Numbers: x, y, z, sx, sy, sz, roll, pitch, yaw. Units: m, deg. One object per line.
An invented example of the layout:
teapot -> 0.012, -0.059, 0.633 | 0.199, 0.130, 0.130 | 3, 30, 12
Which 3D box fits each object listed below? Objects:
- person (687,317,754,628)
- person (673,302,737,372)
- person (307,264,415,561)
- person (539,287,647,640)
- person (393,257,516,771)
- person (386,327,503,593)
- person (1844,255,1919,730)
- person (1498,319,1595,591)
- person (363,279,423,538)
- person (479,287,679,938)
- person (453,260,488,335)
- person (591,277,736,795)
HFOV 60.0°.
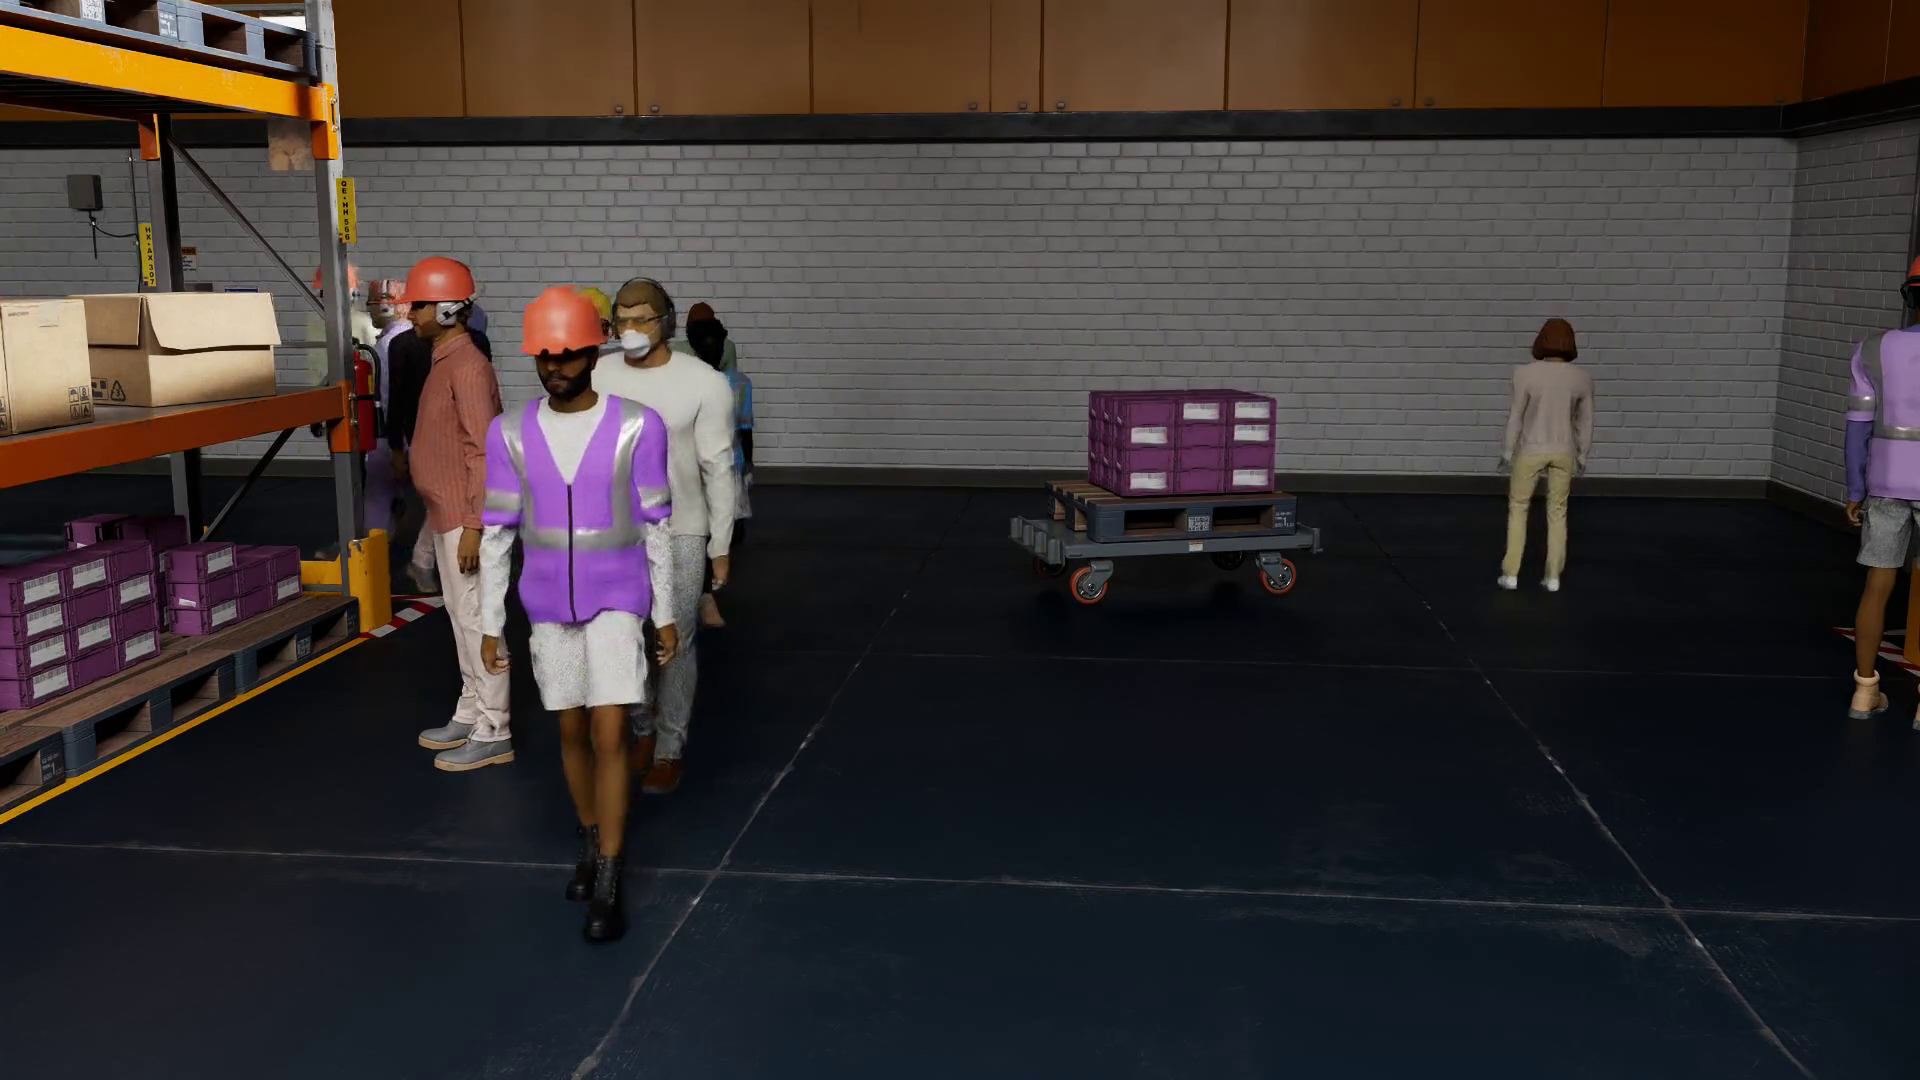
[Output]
person -> -1.381, -0.379, 9.053 | 0.537, 1.674, 0.528 | -5, 11, -29
person -> -1.911, -0.965, 12.498 | 0.498, 1.633, 0.278 | -4, 11, -24
person -> -3.985, -0.873, 11.019 | 0.642, 1.974, 0.823 | 5, 11, 28
person -> -1.847, -0.364, 8.491 | 0.591, 1.833, 0.404 | -5, 11, -26
person -> -1.973, -0.102, 6.523 | 0.387, 1.992, 0.626 | -5, 11, -26
person -> -2.970, -0.596, 9.525 | 1.055, 1.943, 0.608 | 9, 14, 43
person -> 4.070, -0.218, 7.052 | 0.378, 2.045, 0.605 | -8, 13, -39
person -> 3.469, -0.495, 9.863 | 0.533, 1.616, 0.379 | 0, 10, -2
person -> -3.284, -0.633, 9.992 | 0.992, 1.858, 0.648 | 1, 10, 5
person -> -1.159, 0.218, 4.945 | 0.572, 1.905, 0.809 | 0, 10, 3
person -> -3.931, -1.229, 13.141 | 0.379, 1.938, 0.547 | 2, 10, 11
person -> -1.139, 0.000, 6.147 | 0.650, 1.921, 0.435 | 1, 10, 4
